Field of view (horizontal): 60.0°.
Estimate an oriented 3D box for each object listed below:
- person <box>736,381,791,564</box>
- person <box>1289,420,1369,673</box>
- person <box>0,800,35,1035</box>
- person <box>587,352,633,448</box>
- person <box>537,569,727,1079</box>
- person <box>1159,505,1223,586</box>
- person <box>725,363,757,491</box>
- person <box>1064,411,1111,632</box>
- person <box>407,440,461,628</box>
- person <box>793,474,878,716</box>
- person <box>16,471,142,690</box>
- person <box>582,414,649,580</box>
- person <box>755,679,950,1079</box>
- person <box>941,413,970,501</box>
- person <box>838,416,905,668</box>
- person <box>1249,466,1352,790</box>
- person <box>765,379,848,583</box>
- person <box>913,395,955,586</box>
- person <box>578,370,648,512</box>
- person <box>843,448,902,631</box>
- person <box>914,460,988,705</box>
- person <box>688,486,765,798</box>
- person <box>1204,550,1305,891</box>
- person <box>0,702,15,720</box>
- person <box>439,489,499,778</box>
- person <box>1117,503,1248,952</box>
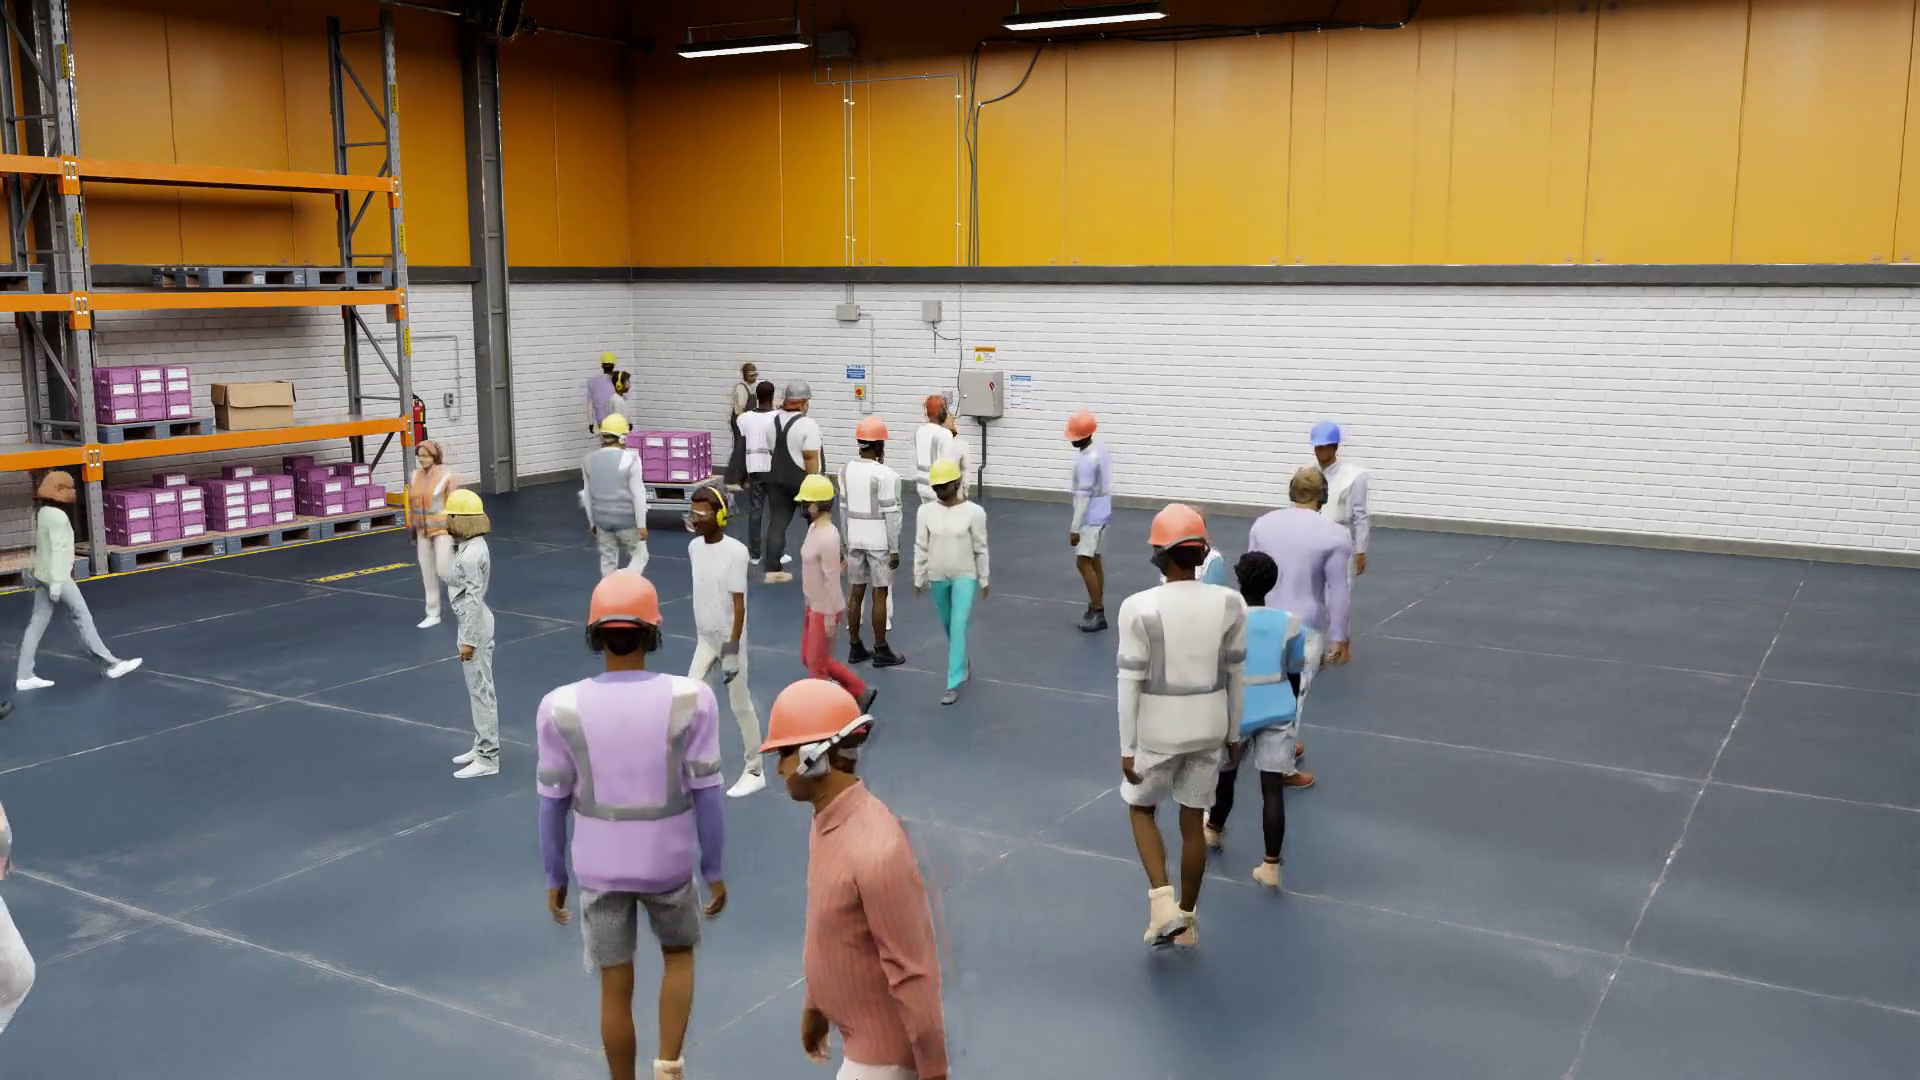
[{"bbox_3d":[-2.022,-0.696,17.347,0.597,1.918,0.383,1,9,7],"label":"person"},{"bbox_3d":[2.759,0.058,12.571,0.642,1.934,0.428,6,11,34],"label":"person"},{"bbox_3d":[-3.450,1.235,5.632,0.480,1.810,0.738,-3,10,-18],"label":"person"},{"bbox_3d":[-5.019,-1.751,23.980,0.605,1.904,0.742,1,9,7],"label":"person"},{"bbox_3d":[-1.125,1.106,5.741,0.631,2.032,0.420,-1,9,-8],"label":"person"},{"bbox_3d":[1.449,0.577,10.305,0.614,1.623,0.522,-8,12,-42],"label":"person"},{"bbox_3d":[-2.993,-1.557,23.065,0.693,1.800,0.524,3,10,17],"label":"person"},{"bbox_3d":[1.101,-0.175,14.234,0.365,1.885,0.668,3,9,16],"label":"person"},{"bbox_3d":[-4.474,-0.061,14.311,0.528,1.628,0.459,4,10,24],"label":"person"},{"bbox_3d":[-0.851,0.438,10.760,0.558,1.753,0.538,-2,9,-14],"label":"person"},{"bbox_3d":[-6.560,0.287,12.231,0.860,1.582,0.507,-9,13,-44],"label":"person"},{"bbox_3d":[-2.972,-0.183,14.436,0.617,1.821,0.426,3,10,19],"label":"person"},{"bbox_3d":[-0.228,1.338,4.544,0.670,1.944,0.638,-2,9,-11],"label":"person"},{"bbox_3d":[-0.143,-0.469,16.819,0.497,1.633,0.288,-2,9,-10],"label":"person"},{"bbox_3d":[-0.680,0.016,12.846,0.545,1.938,0.361,7,11,36],"label":"person"},{"bbox_3d":[2.037,0.510,9.931,0.654,1.896,0.785,8,12,39],"label":"person"},{"bbox_3d":[-1.535,-0.610,16.430,0.703,2.000,1.049,8,12,40],"label":"person"},{"bbox_3d":[-0.238,-0.462,16.009,0.445,1.875,0.611,-7,11,-36],"label":"person"},{"bbox_3d":[-4.375,-1.221,20.896,0.783,1.831,0.553,-3,10,-19],"label":"person"},{"bbox_3d":[-0.747,-0.043,14.133,0.513,1.642,0.313,1,9,7],"label":"person"},{"bbox_3d":[-0.050,0.255,12.042,0.535,1.722,0.893,3,10,17],"label":"person"},{"bbox_3d":[-1.438,0.617,9.426,0.547,1.830,0.903,7,11,37],"label":"person"},{"bbox_3d":[1.465,0.868,8.398,0.544,1.642,0.877,-1,9,-9],"label":"person"},{"bbox_3d":[-6.856,0.362,10.889,0.638,1.870,0.885,7,12,38],"label":"person"},{"bbox_3d":[-2.965,0.558,10.065,0.294,1.744,0.487,-3,9,-16],"label":"person"},{"bbox_3d":[0.980,0.851,7.377,0.621,2.027,0.479,-2,9,-12],"label":"person"}]
